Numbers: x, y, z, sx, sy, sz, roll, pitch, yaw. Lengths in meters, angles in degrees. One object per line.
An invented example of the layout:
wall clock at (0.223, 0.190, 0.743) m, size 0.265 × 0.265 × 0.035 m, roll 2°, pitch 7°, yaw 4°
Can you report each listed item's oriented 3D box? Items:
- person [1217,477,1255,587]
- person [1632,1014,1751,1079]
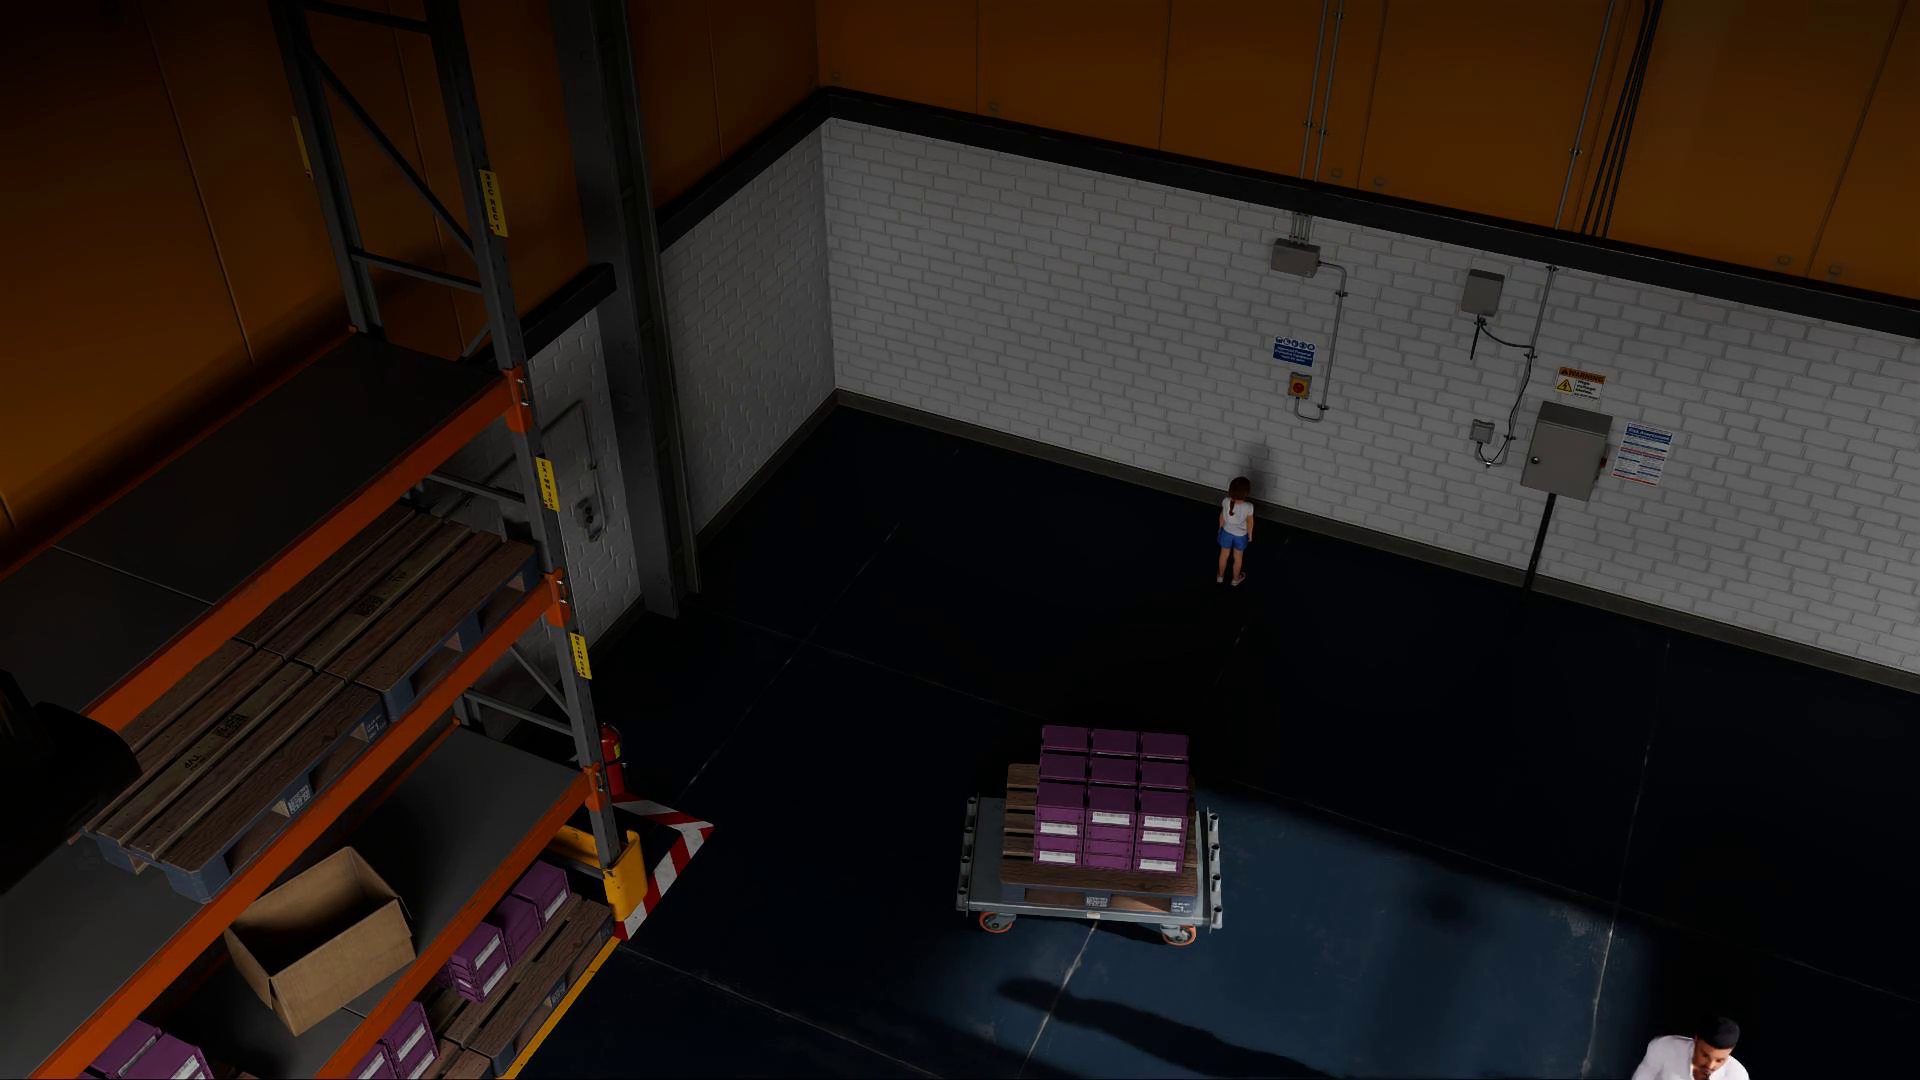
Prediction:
person at (2.142, -0.077, 12.973) m, size 0.421 × 1.019 × 0.418 m, roll 16°, pitch 41°, yaw 19°
person at (3.689, 2.931, 8.579) m, size 0.633 × 1.802 × 0.734 m, roll 15°, pitch 41°, yaw 18°
